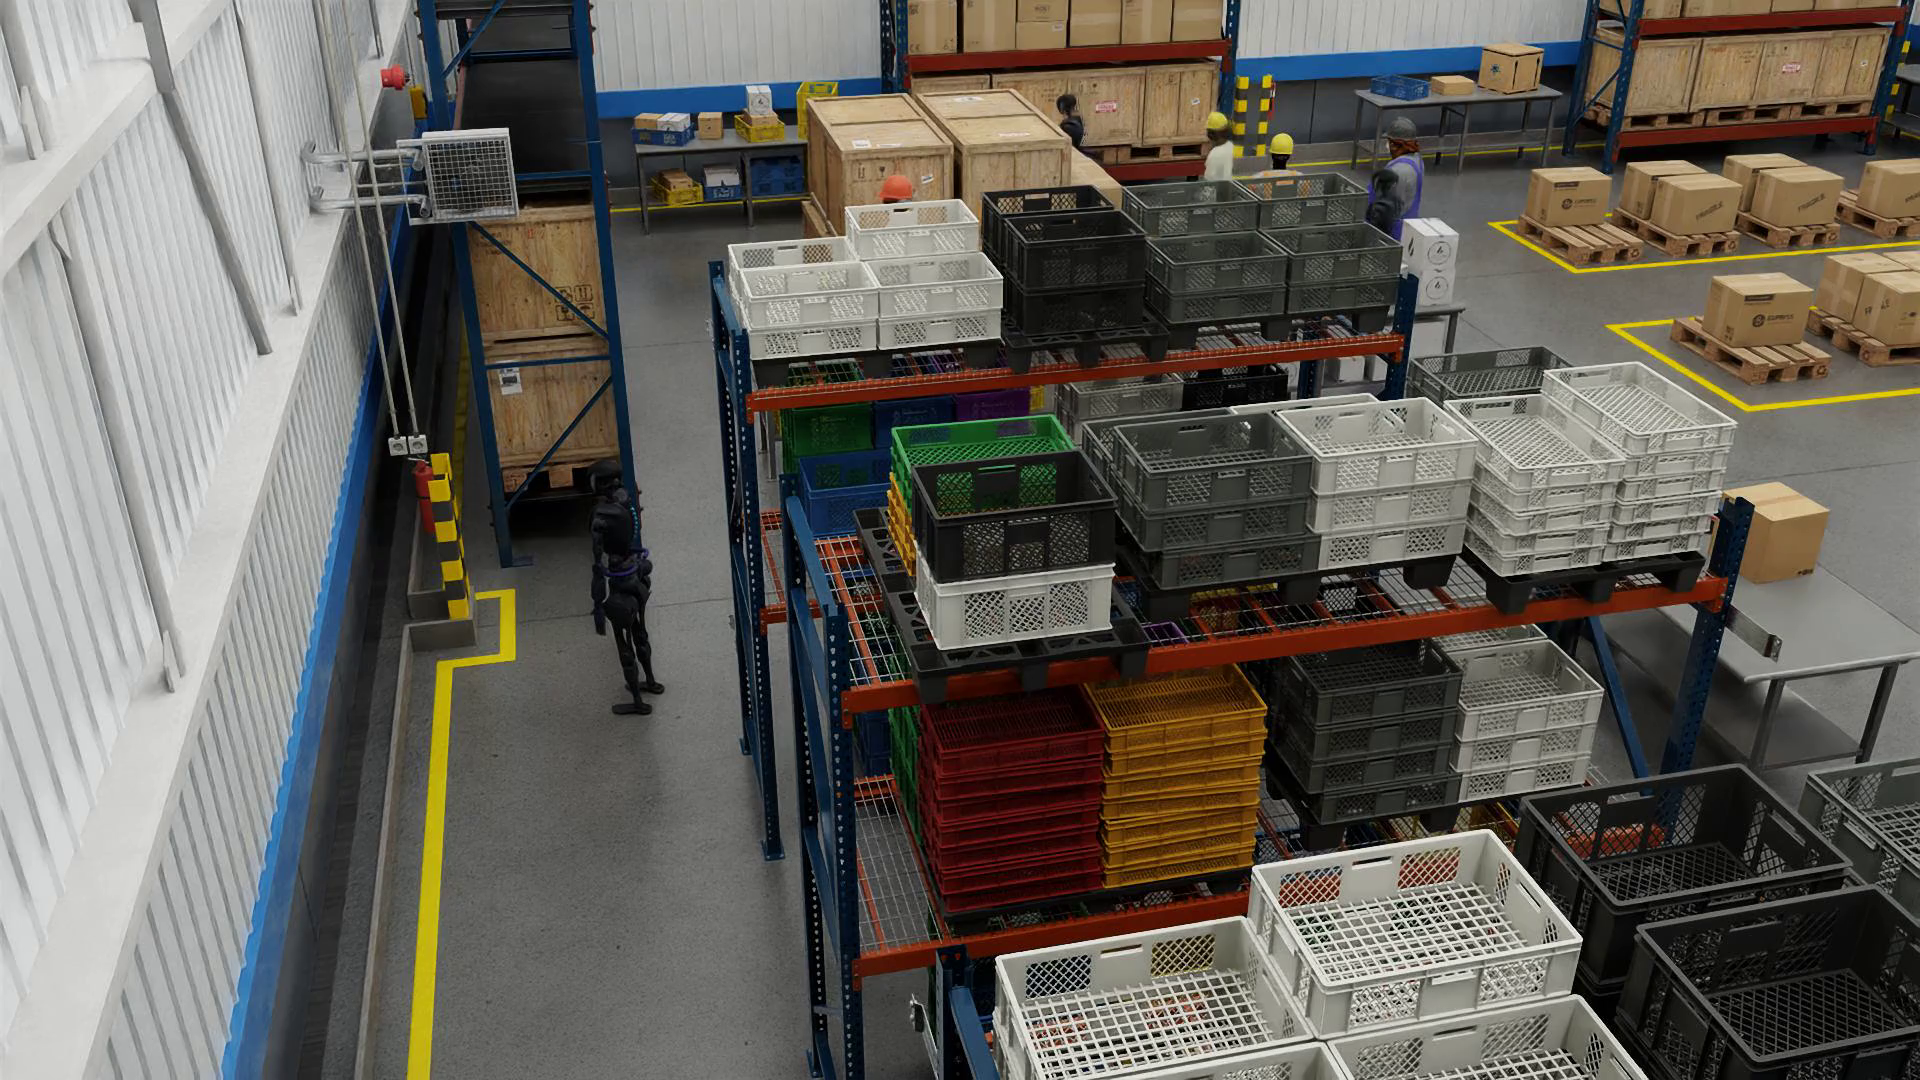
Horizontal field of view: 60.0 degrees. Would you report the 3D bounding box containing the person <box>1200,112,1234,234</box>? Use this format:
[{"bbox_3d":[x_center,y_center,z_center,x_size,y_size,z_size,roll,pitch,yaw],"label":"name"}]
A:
[{"bbox_3d":[2.616,-3.534,17.162,0.376,1.749,0.538,14,31,25],"label":"person"}]

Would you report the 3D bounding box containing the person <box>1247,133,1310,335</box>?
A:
[{"bbox_3d":[2.969,-2.878,15.728,0.586,1.927,0.360,0,28,0],"label":"person"}]

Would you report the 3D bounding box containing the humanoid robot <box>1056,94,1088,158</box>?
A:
[{"bbox_3d":[1.302,-4.080,18.287,0.522,1.636,0.617,5,28,9],"label":"humanoid robot"}]

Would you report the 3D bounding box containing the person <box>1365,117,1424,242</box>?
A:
[{"bbox_3d":[4.074,-3.016,15.870,0.538,2.000,0.682,13,31,24],"label":"person"}]

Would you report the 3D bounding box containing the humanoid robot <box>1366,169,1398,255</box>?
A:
[{"bbox_3d":[3.850,-2.656,15.578,0.432,1.651,0.591,11,30,20],"label":"humanoid robot"}]

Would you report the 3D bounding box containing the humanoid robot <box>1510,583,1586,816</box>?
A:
[{"bbox_3d":[3.199,0.751,9.115,0.354,1.645,0.584,15,31,26],"label":"humanoid robot"}]

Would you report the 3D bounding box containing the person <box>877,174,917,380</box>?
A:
[{"bbox_3d":[-0.518,-2.156,14.285,0.376,1.997,0.610,-9,29,-16],"label":"person"}]

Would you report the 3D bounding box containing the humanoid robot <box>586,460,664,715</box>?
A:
[{"bbox_3d":[-2.045,0.272,10.022,0.343,1.653,0.566,6,28,11],"label":"humanoid robot"}]
